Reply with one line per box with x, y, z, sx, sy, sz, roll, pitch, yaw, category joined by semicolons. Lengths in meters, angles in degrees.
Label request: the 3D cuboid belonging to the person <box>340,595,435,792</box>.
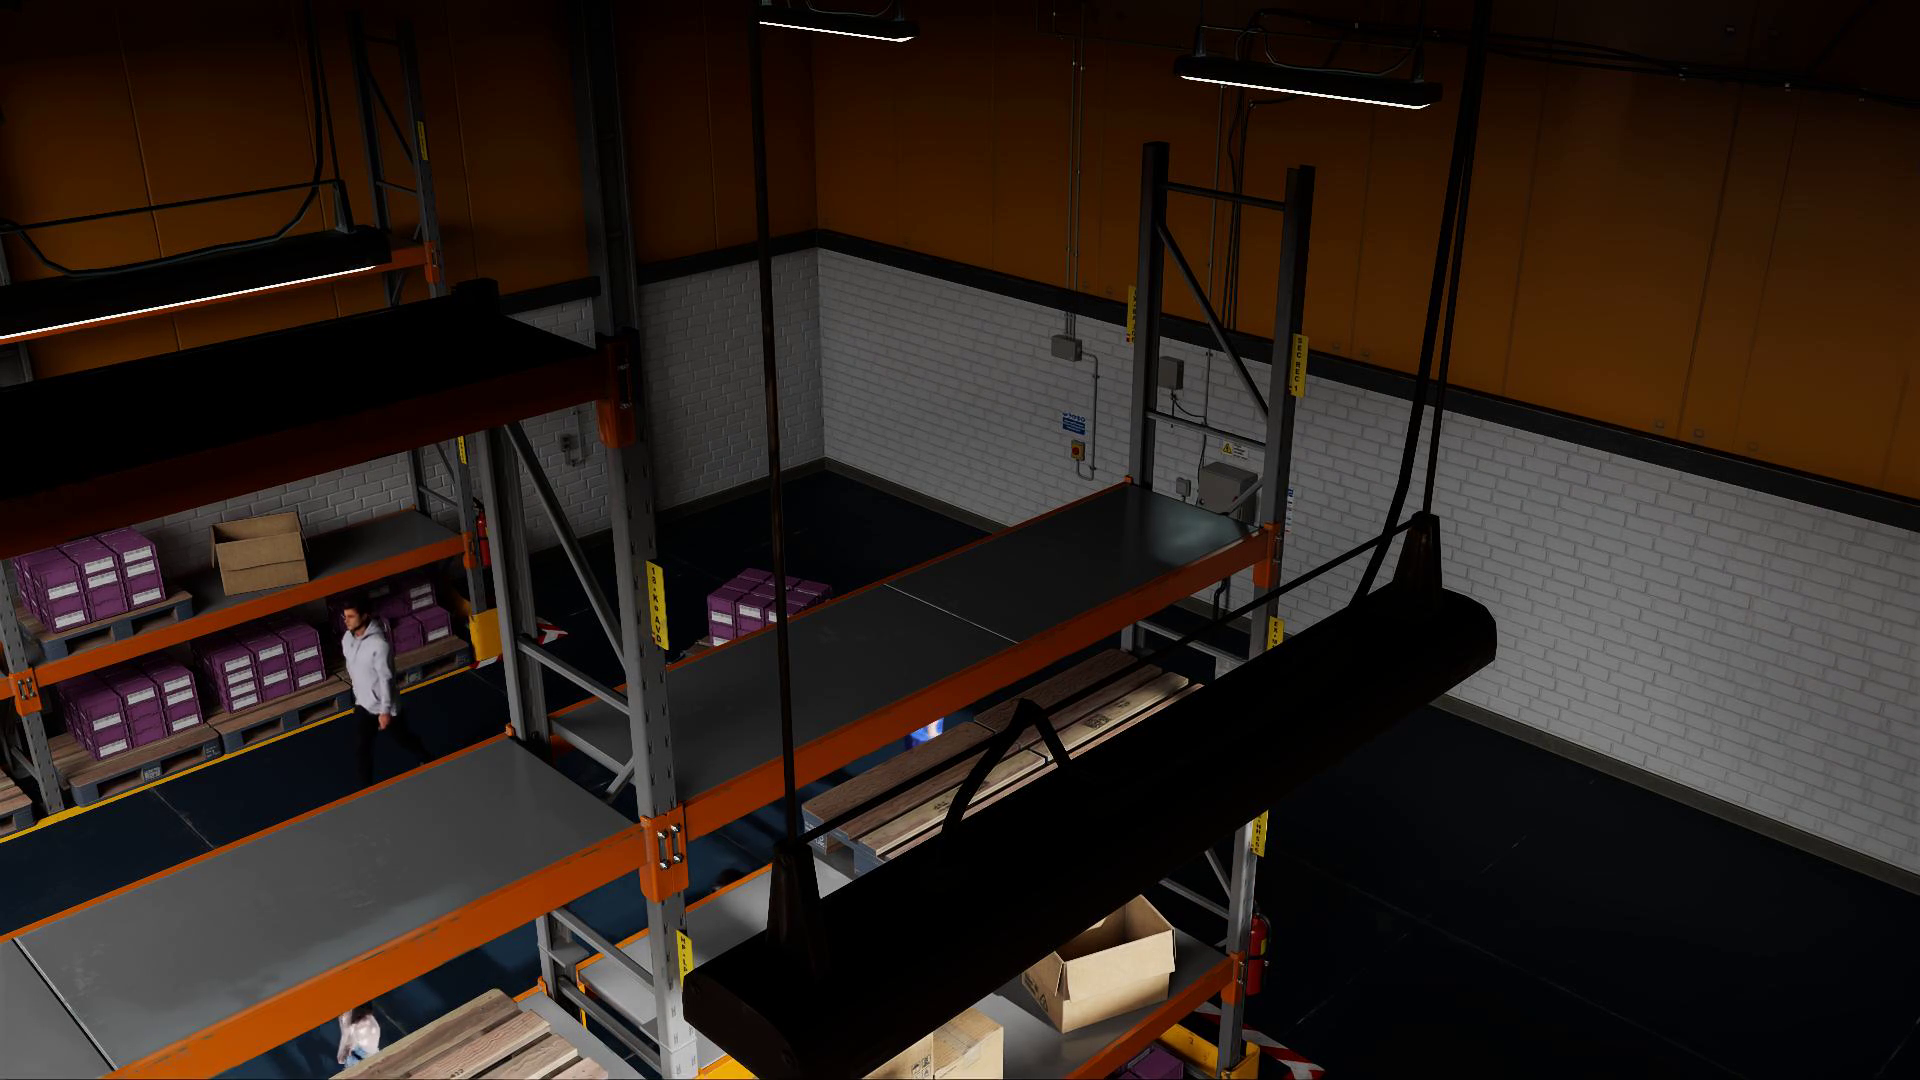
-4.687;1.295;13.627;0.998;1.888;1.311;10;26;22;person
